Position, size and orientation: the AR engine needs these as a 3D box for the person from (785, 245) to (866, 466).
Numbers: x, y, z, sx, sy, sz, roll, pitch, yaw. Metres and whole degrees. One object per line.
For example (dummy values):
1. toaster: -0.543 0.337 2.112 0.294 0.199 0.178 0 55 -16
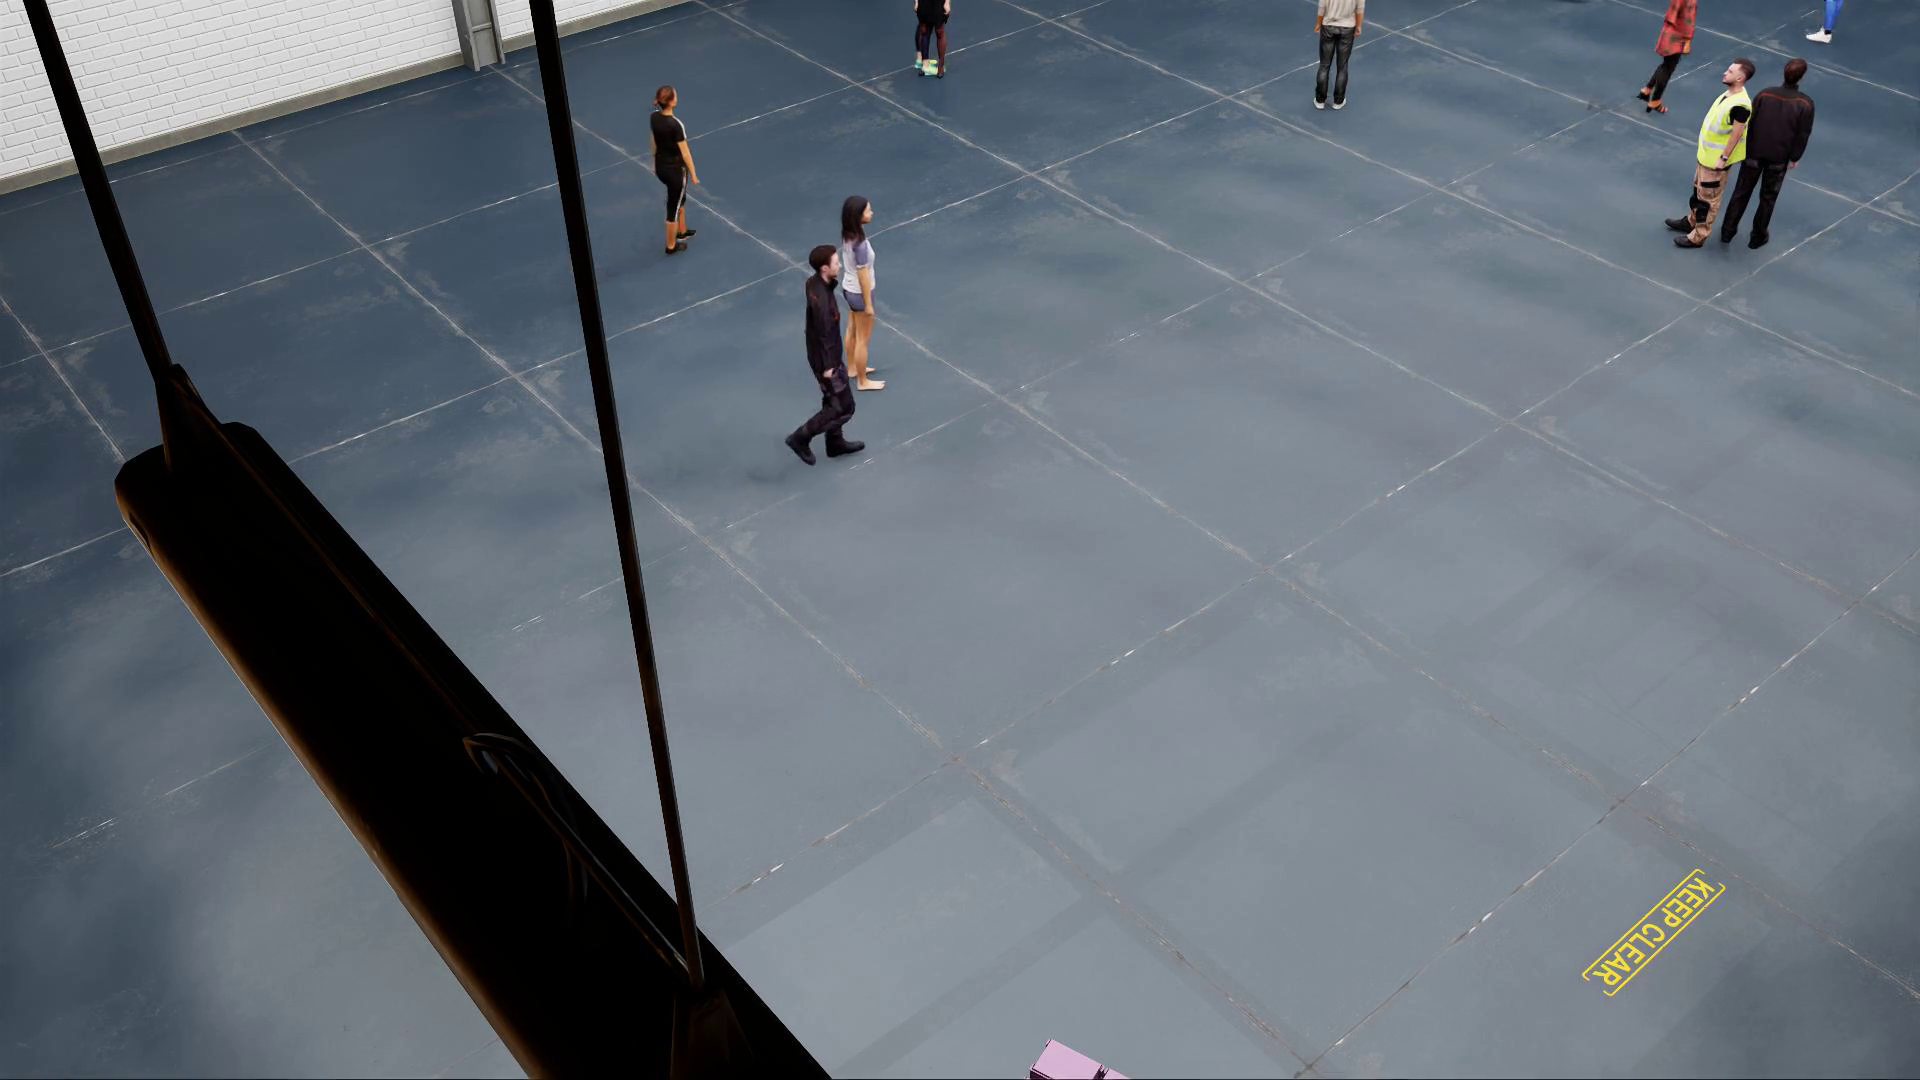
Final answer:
1. person: -1.093 -1.381 12.807 1.026 1.896 0.925 -6 39 -7

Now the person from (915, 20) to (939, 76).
1. person: -0.396 -6.194 18.985 0.660 1.707 0.669 -10 40 -13

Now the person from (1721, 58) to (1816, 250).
1. person: 7.622 -3.646 15.690 0.785 1.838 0.686 22 44 25

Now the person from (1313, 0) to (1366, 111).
1. person: 4.135 -5.596 18.156 0.738 1.807 0.761 8 39 10

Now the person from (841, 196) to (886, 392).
1. person: -0.832 -2.058 13.786 0.617 1.733 0.645 -13 40 -16

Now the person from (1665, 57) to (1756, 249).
1. person: 7.149 -3.672 15.715 0.916 1.847 0.849 7 39 8

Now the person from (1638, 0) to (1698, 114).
1. person: 7.673 -5.442 18.053 0.801 1.695 0.755 -1 39 -1

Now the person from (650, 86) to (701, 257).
1. person: -2.761 -3.431 15.566 0.651 1.656 0.734 31 48 33

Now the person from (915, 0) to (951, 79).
1. person: -0.313 -6.097 18.866 0.657 1.704 0.671 10 40 13
